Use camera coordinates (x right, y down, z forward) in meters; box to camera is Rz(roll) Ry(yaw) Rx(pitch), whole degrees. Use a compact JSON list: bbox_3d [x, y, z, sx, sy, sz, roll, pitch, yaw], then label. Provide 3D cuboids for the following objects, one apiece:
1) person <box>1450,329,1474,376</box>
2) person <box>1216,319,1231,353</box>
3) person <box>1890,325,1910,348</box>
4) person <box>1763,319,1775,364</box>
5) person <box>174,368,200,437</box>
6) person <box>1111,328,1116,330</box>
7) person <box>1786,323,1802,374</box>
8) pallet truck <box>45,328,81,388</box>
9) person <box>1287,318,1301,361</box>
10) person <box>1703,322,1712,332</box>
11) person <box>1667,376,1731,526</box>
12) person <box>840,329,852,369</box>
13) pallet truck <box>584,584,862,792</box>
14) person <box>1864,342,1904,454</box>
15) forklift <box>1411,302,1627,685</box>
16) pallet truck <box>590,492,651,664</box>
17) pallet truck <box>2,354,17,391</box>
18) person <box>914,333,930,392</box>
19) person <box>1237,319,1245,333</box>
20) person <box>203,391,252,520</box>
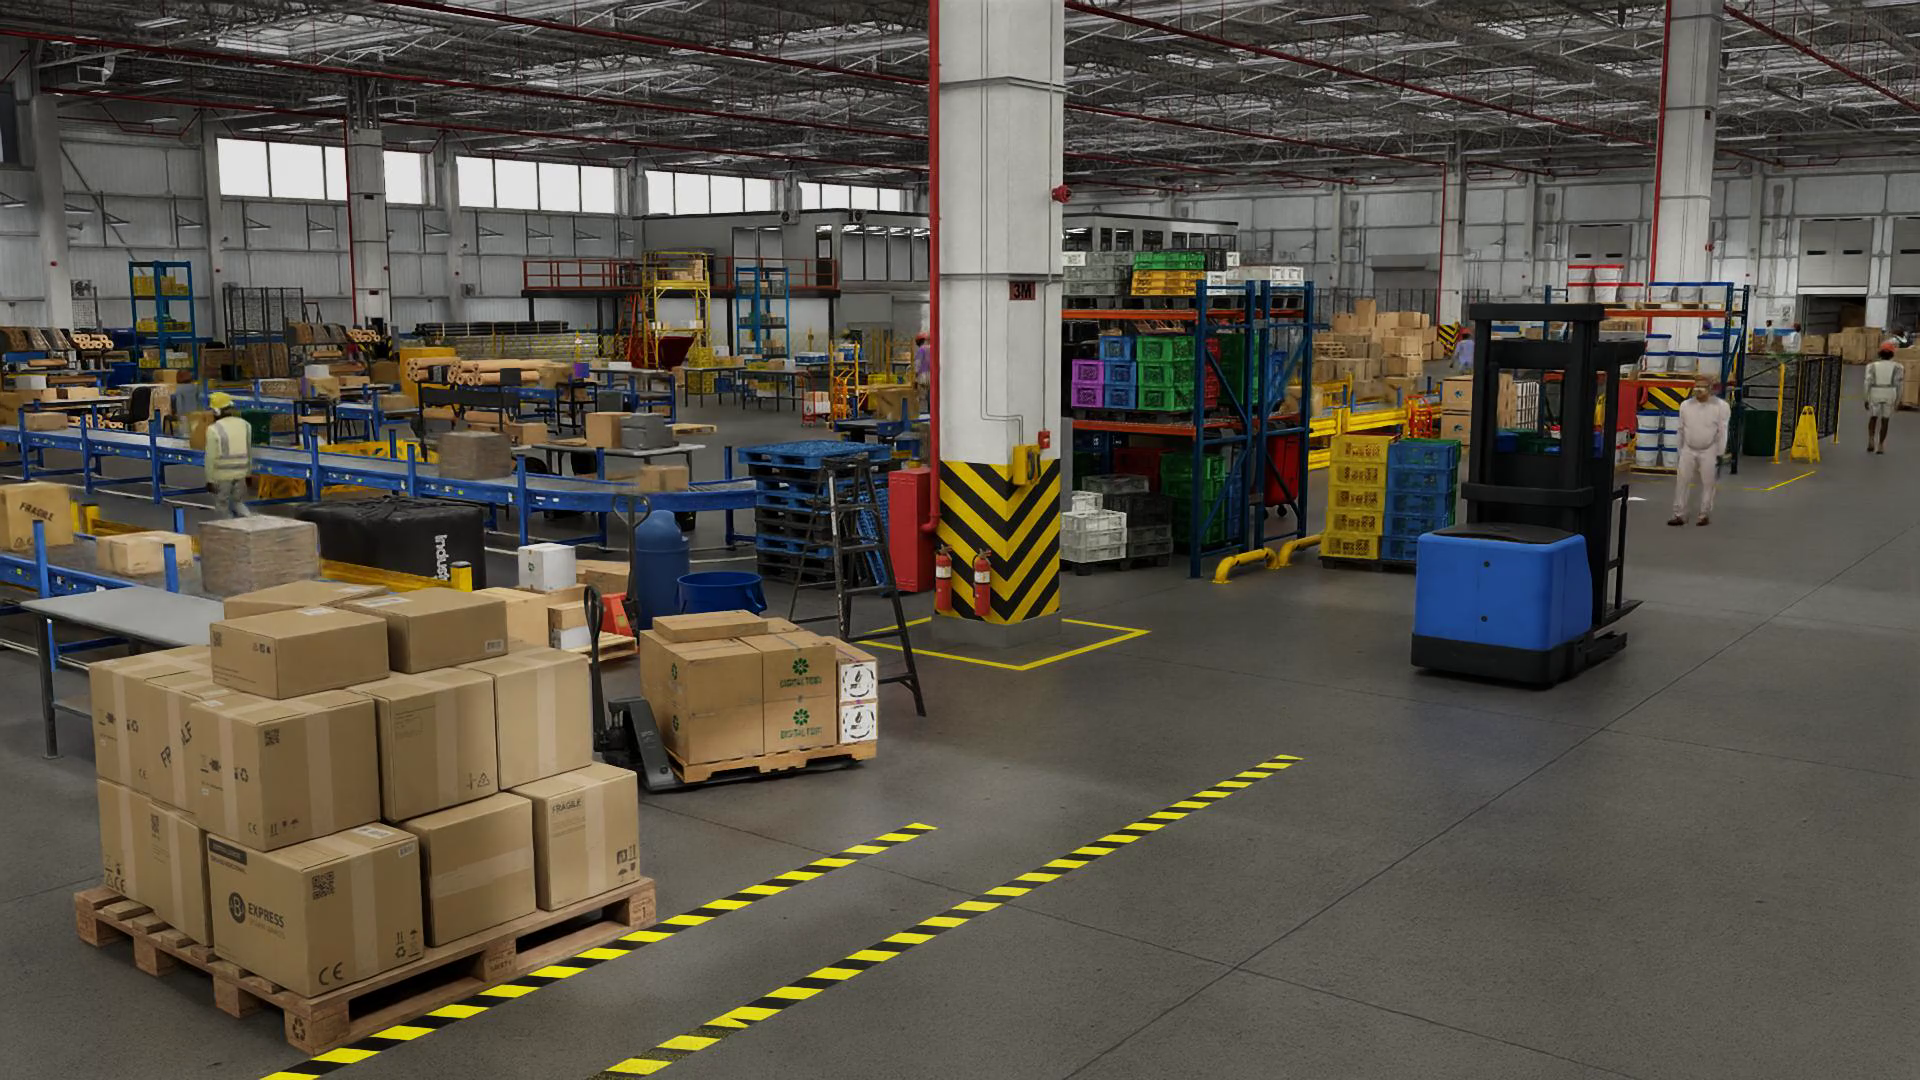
[{"bbox_3d":[14.320,-5.053,47.360,0.672,1.870,1.011,-2,9,-13],"label":"person"},{"bbox_3d":[9.510,-7.006,60.192,0.626,2.005,0.530,7,11,38],"label":"person"},{"bbox_3d":[27.341,-5.316,48.552,0.692,2.000,0.812,-5,10,-30],"label":"person"},{"bbox_3d":[32.967,-8.054,67.640,0.508,1.853,0.511,-5,10,-32],"label":"person"},{"bbox_3d":[-13.222,-2.146,28.612,0.618,1.611,0.510,4,9,27],"label":"person"},{"bbox_3d":[4.710,-5.704,51.958,0.609,1.796,0.824,-8,11,-42],"label":"person"},{"bbox_3d":[28.668,-6.487,57.033,0.429,1.870,0.594,0,8,2],"label":"person"},{"bbox_3d":[-23.775,-4.544,43.495,1.885,1.965,0.823,6,10,35],"label":"pallet truck"},{"bbox_3d":[13.883,-8.294,69.228,0.579,1.867,0.676,5,10,31],"label":"person"},{"bbox_3d":[26.118,-6.678,58.239,1.016,1.896,0.637,0,8,-2],"label":"person"},{"bbox_3d":[9.130,-1.082,20.579,0.648,1.878,0.846,7,11,40],"label":"person"},{"bbox_3d":[-3.652,-5.943,53.802,0.345,1.737,0.505,6,10,33],"label":"person"},{"bbox_3d":[-1.426,0.805,10.019,1.601,1.201,0.680,-4,9,-26],"label":"pallet truck"},{"bbox_3d":[16.739,-2.577,30.154,0.614,2.015,0.692,5,10,32],"label":"person"},{"bbox_3d":[4.379,-0.438,12.852,1.129,2.768,1.873,7,11,37],"label":"forklift"},{"bbox_3d":[-3.115,0.344,12.883,0.653,1.274,1.630,7,11,37],"label":"pallet truck"},{"bbox_3d":[-24.881,-4.417,42.634,1.885,1.965,0.823,8,11,41],"label":"pallet truck"},{"bbox_3d":[-0.952,-4.327,42.400,0.899,1.890,0.562,0,8,-2],"label":"person"},{"bbox_3d":[11.611,-8.220,68.526,0.400,1.928,0.542,4,9,23],"label":"person"},{"bbox_3d":[-8.094,-0.739,18.423,0.521,1.818,0.615,4,9,25],"label":"person"}]
